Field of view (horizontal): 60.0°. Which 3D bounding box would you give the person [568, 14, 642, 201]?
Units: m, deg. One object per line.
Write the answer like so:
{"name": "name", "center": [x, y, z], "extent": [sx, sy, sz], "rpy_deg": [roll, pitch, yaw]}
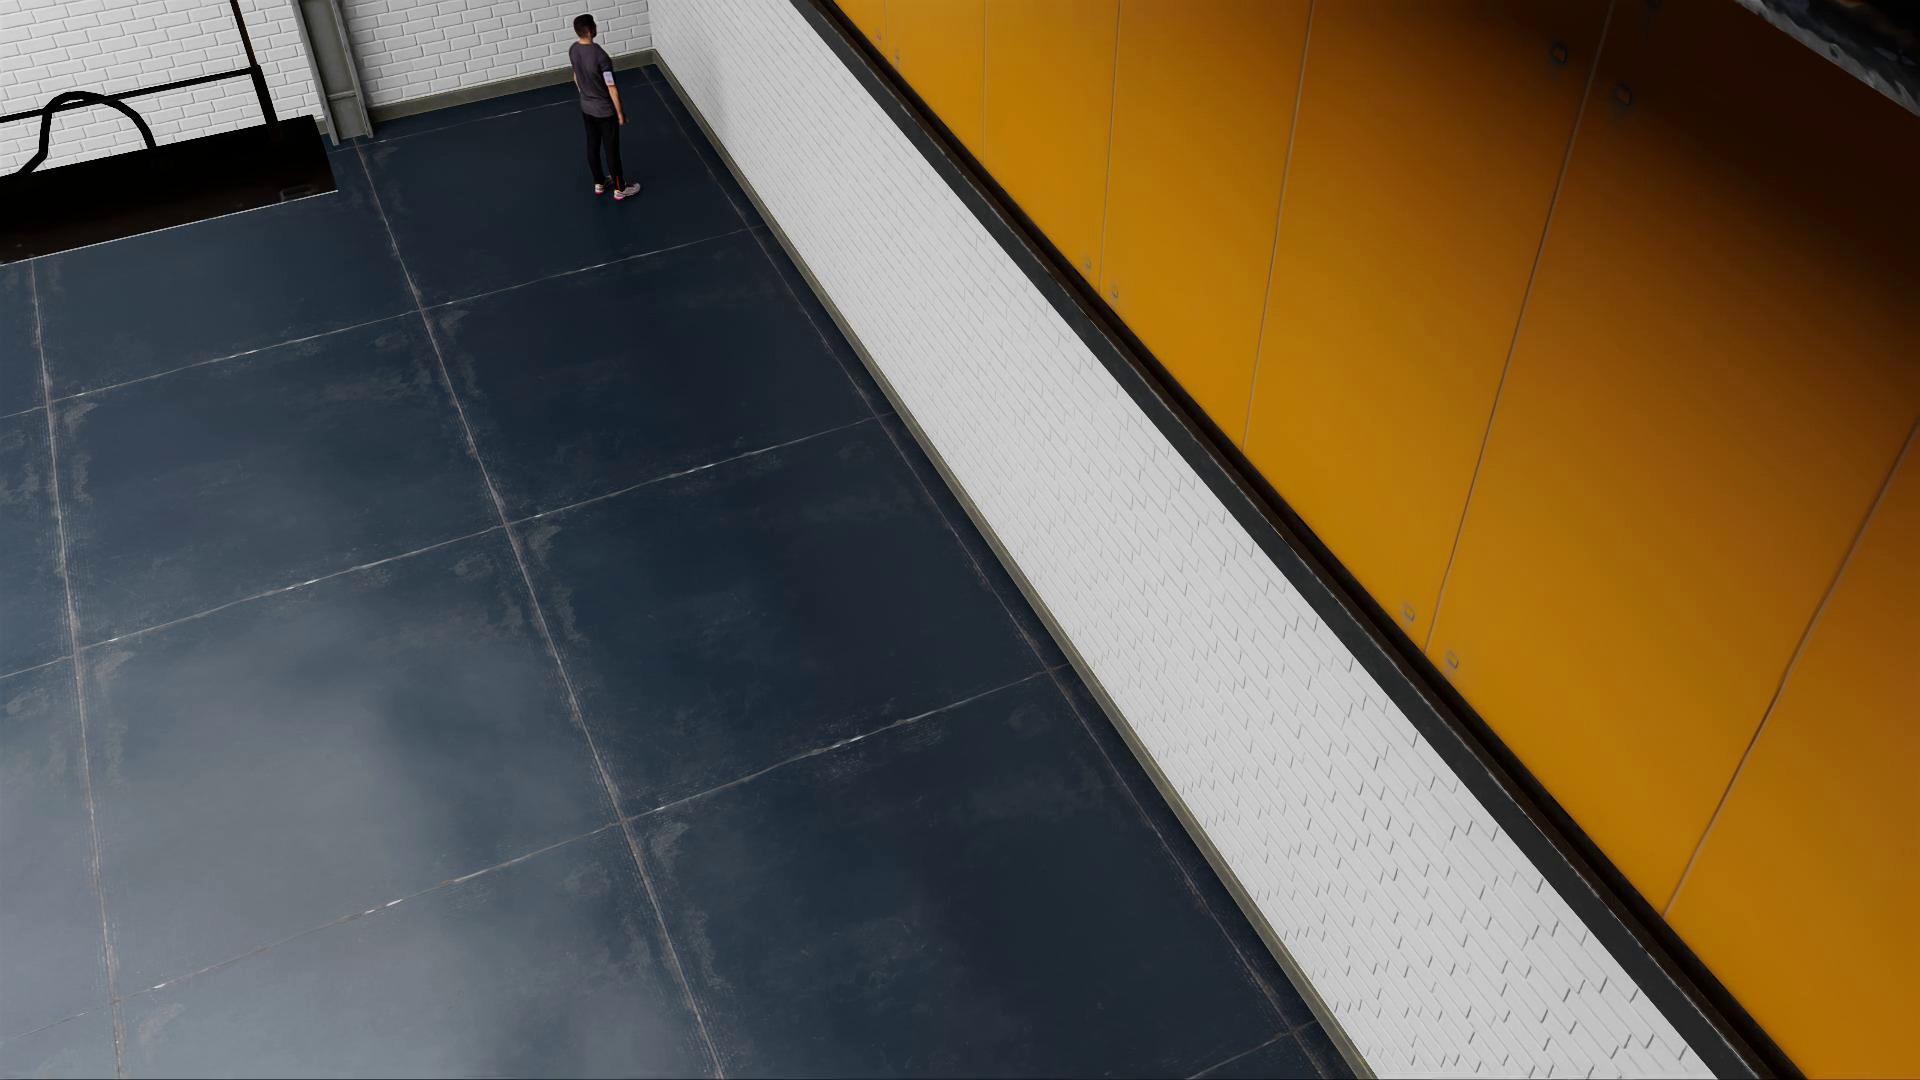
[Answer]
{"name": "person", "center": [-3.282, -3.929, 15.103], "extent": [0.724, 1.764, 0.733], "rpy_deg": [24, 49, 23]}
